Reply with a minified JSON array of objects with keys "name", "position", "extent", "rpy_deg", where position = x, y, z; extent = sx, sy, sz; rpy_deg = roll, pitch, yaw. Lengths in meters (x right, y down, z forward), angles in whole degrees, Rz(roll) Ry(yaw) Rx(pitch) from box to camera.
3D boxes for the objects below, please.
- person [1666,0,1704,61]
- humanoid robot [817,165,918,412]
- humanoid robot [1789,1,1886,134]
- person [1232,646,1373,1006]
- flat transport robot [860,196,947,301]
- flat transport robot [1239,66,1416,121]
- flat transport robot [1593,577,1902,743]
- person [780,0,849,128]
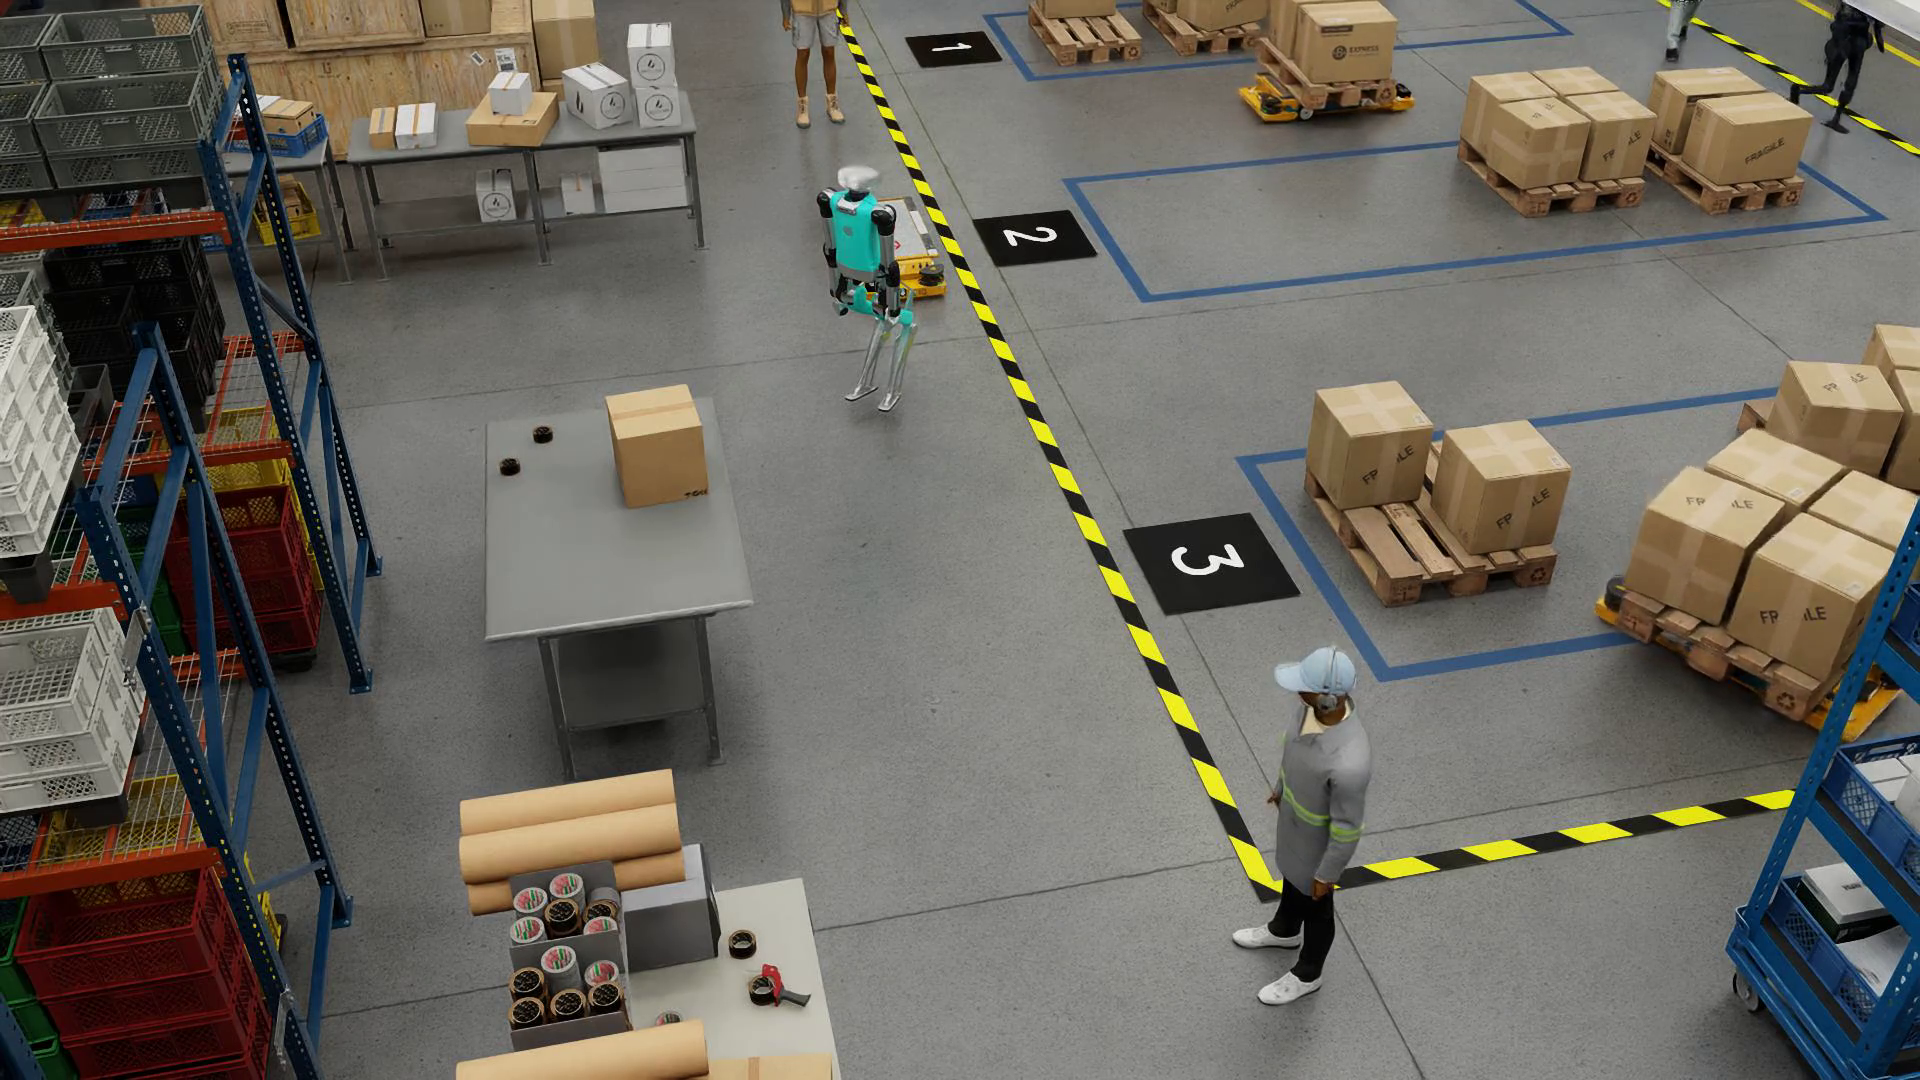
[{"name":"person","position":[6.967,-5.523,15.690],"extent":[0.582,1.802,0.857],"rpy_deg":[6,37,9]},{"name":"humanoid robot","position":[-0.487,-1.623,10.392],"extent":[0.533,1.677,0.735],"rpy_deg":[21,41,26]},{"name":"humanoid robot","position":[7.600,-4.342,14.218],"extent":[0.613,1.644,0.541],"rpy_deg":[-14,39,-18]},{"name":"person","position":[1.384,1.147,6.688],"extent":[0.396,1.850,0.588],"rpy_deg":[-5,37,-6]},{"name":"flat transport robot","position":[-0.570,-2.220,12.538],"extent":[0.659,0.231,1.431],"rpy_deg":[-8,37,-10]},{"name":"flat transport robot","position":[3.301,-4.037,14.956],"extent":[1.431,0.197,0.652],"rpy_deg":[-8,37,-10]},{"name":"flat transport robot","position":[4.202,0.509,8.847],"extent":[0.652,0.197,1.431],"rpy_deg":[-29,45,-33]},{"name":"person","position":[-1.233,-4.544,14.172],"extent":[0.607,2.048,0.365],"rpy_deg":[-9,38,-12]}]
